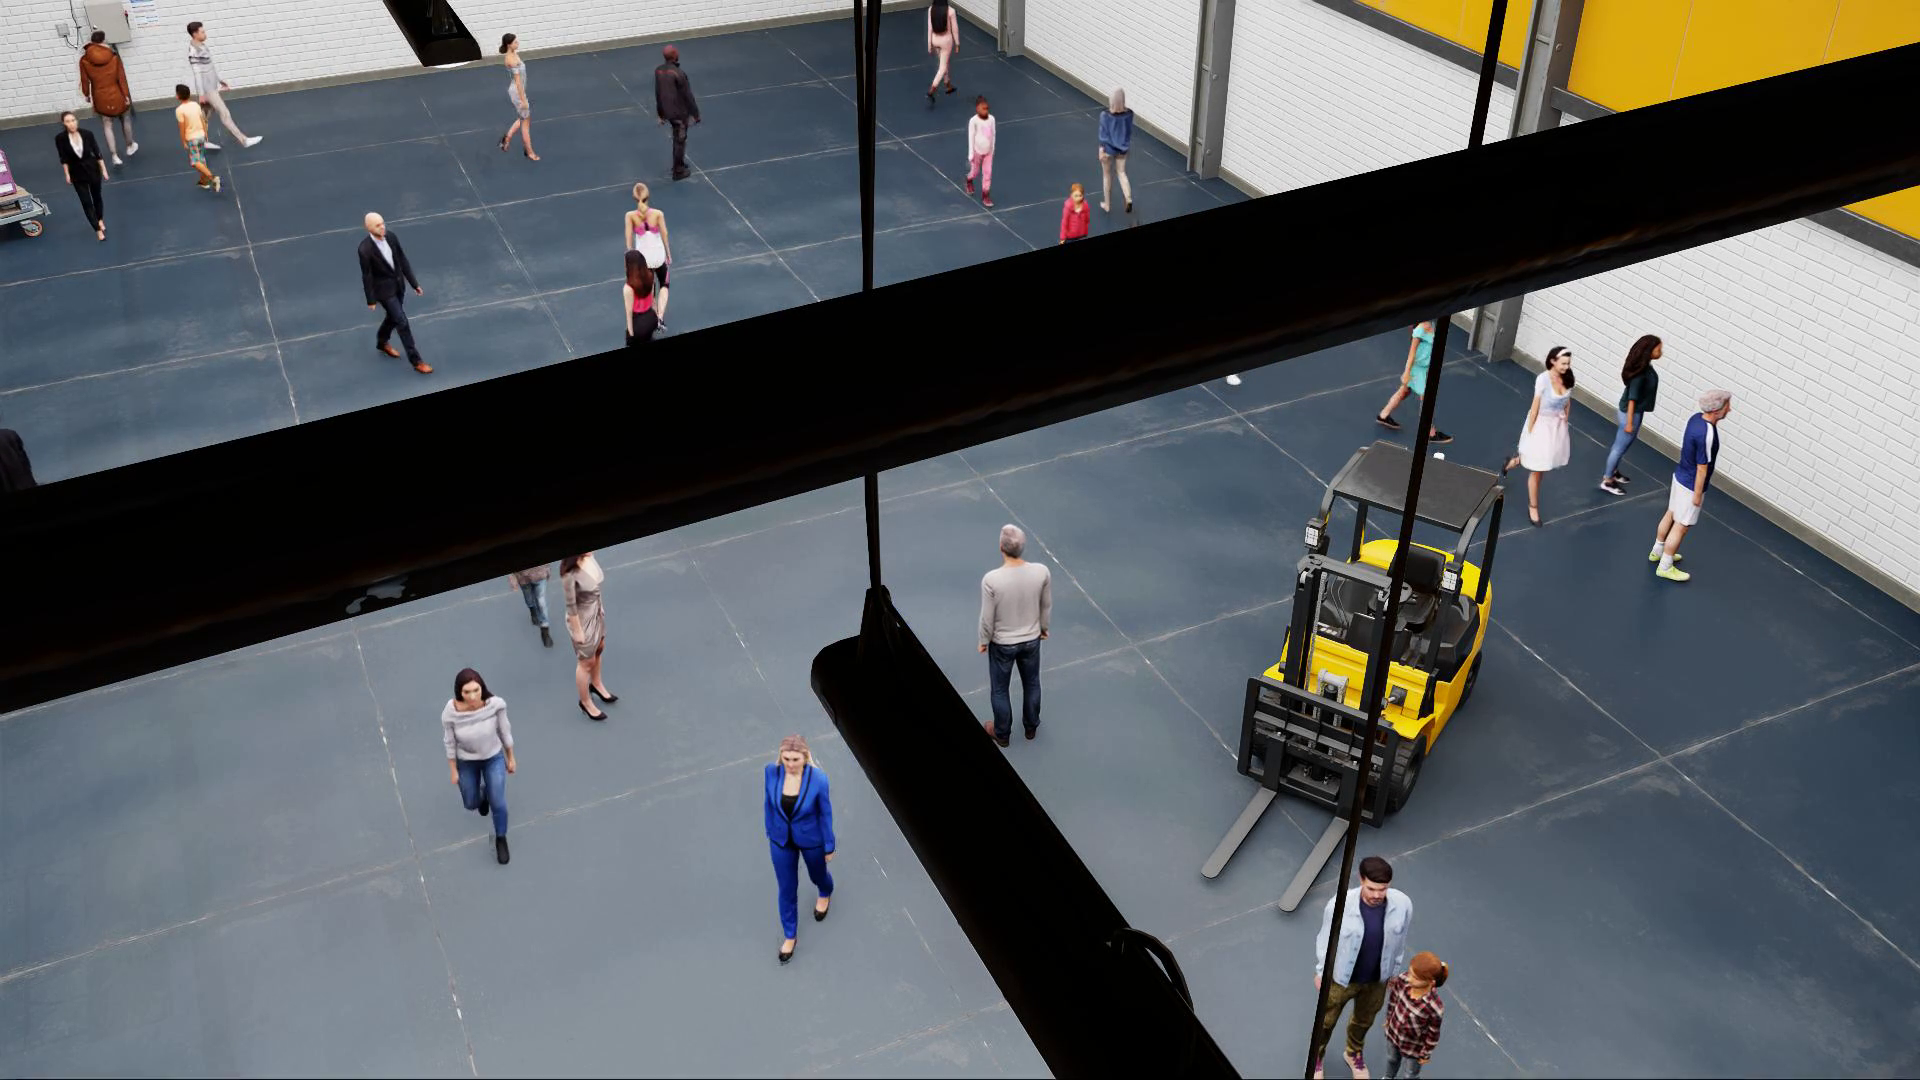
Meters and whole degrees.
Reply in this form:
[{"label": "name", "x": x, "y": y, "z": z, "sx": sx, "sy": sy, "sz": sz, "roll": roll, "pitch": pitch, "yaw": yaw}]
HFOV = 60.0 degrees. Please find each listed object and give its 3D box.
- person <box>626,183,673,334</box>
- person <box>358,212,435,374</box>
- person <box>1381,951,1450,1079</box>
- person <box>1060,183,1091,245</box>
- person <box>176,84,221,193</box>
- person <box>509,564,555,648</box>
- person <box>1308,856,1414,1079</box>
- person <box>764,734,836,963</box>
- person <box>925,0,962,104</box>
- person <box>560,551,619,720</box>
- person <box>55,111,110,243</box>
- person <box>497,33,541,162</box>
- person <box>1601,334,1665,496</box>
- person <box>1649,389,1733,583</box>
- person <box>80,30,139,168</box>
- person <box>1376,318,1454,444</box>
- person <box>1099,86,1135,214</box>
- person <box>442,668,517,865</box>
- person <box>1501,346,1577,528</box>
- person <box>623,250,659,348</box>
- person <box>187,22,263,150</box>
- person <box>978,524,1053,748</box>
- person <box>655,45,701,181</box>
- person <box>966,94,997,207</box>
[{"label": "person", "x": -3.430, "y": -3.077, "z": 18.462, "sx": 0.780, "sy": 1.780, "sz": 0.886, "roll": -3, "pitch": 34, "yaw": -4}, {"label": "person", "x": -6.190, "y": -2.700, "z": 17.911, "sx": 1.250, "sy": 1.763, "sz": 1.120, "roll": 16, "pitch": 37, "yaw": 22}, {"label": "person", "x": 2.676, "y": 2.923, "z": 9.865, "sx": 0.598, "sy": 1.305, "sz": 0.465, "roll": -18, "pitch": 38, "yaw": -25}, {"label": "person", "x": 1.344, "y": -3.621, "z": 19.714, "sx": 0.612, "sy": 1.301, "sz": 0.860, "roll": -8, "pitch": 34, "yaw": -11}, {"label": "person", "x": -10.165, "y": -5.337, "z": 22.165, "sx": 0.941, "sy": 1.445, "sz": 0.815, "roll": 18, "pitch": 38, "yaw": 25}, {"label": "person", "x": -3.609, "y": 0.276, "z": 13.963, "sx": 0.540, "sy": 1.176, "sz": 0.837, "roll": -11, "pitch": 35, "yaw": -16}, {"label": "person", "x": 2.373, "y": 2.601, "z": 9.954, "sx": 0.752, "sy": 1.742, "sz": 0.707, "roll": -2, "pitch": 34, "yaw": -3}, {"label": "person", "x": -1.032, "y": 1.934, "z": 11.003, "sx": 0.926, "sy": 1.692, "sz": 1.023, "roll": 6, "pitch": 34, "yaw": 9}, {"label": "person", "x": -0.293, "y": -7.424, "z": 25.085, "sx": 1.174, "sy": 1.688, "sz": 1.106, "roll": 19, "pitch": 38, "yaw": 26}, {"label": "person", "x": -2.910, "y": 0.627, "z": 12.923, "sx": 0.725, "sy": 1.743, "sz": 0.634, "roll": 6, "pitch": 34, "yaw": 9}, {"label": "person", "x": -11.000, "y": -4.607, "z": 20.898, "sx": 0.744, "sy": 1.631, "sz": 1.019, "roll": -22, "pitch": 39, "yaw": -29}, {"label": "person", "x": -6.173, "y": -6.098, "z": 22.979, "sx": 0.758, "sy": 1.811, "sz": 0.773, "roll": -8, "pitch": 34, "yaw": -12}, {"label": "person", "x": 6.384, "y": -1.216, "z": 15.810, "sx": 0.756, "sy": 1.616, "sz": 0.711, "roll": 17, "pitch": 37, "yaw": 24}, {"label": "person", "x": 6.402, "y": -0.518, "z": 14.562, "sx": 0.776, "sy": 1.837, "sz": 0.668, "roll": 5, "pitch": 34, "yaw": 7}, {"label": "person", "x": -11.711, "y": -6.033, "z": 22.891, "sx": 0.807, "sy": 1.800, "sz": 1.114, "roll": -13, "pitch": 36, "yaw": -19}, {"label": "person", "x": 4.529, "y": -1.729, "z": 16.670, "sx": 1.111, "sy": 1.519, "sz": 0.911, "roll": 21, "pitch": 39, "yaw": 28}, {"label": "person", "x": 2.025, "y": -4.966, "z": 21.393, "sx": 0.667, "sy": 1.681, "sz": 0.927, "roll": -11, "pitch": 35, "yaw": -16}, {"label": "person", "x": -3.378, "y": 1.526, "z": 11.684, "sx": 0.684, "sy": 1.618, "sz": 0.867, "roll": -10, "pitch": 35, "yaw": -14}, {"label": "person", "x": 5.330, "y": -1.010, "z": 15.340, "sx": 0.714, "sy": 1.795, "sz": 1.008, "roll": -12, "pitch": 36, "yaw": -18}, {"label": "person", "x": -3.256, "y": -2.225, "z": 17.303, "sx": 0.963, "sy": 1.645, "sz": 0.856, "roll": 18, "pitch": 37, "yaw": 25}, {"label": "person", "x": -10.639, "y": -6.322, "z": 23.308, "sx": 0.846, "sy": 1.819, "sz": 1.121, "roll": -10, "pitch": 35, "yaw": -14}, {"label": "person", "x": 0.411, "y": 0.740, "z": 12.608, "sx": 0.759, "sy": 1.905, "sz": 0.648, "roll": -11, "pitch": 35, "yaw": -16}, {"label": "person", "x": -3.889, "y": -5.745, "z": 22.449, "sx": 0.809, "sy": 1.811, "sz": 0.899, "roll": 23, "pitch": 40, "yaw": 30}, {"label": "person", "x": 0.265, "y": -5.157, "z": 21.910, "sx": 0.563, "sy": 1.428, "sz": 0.874, "roll": -13, "pitch": 36, "yaw": -19}]
